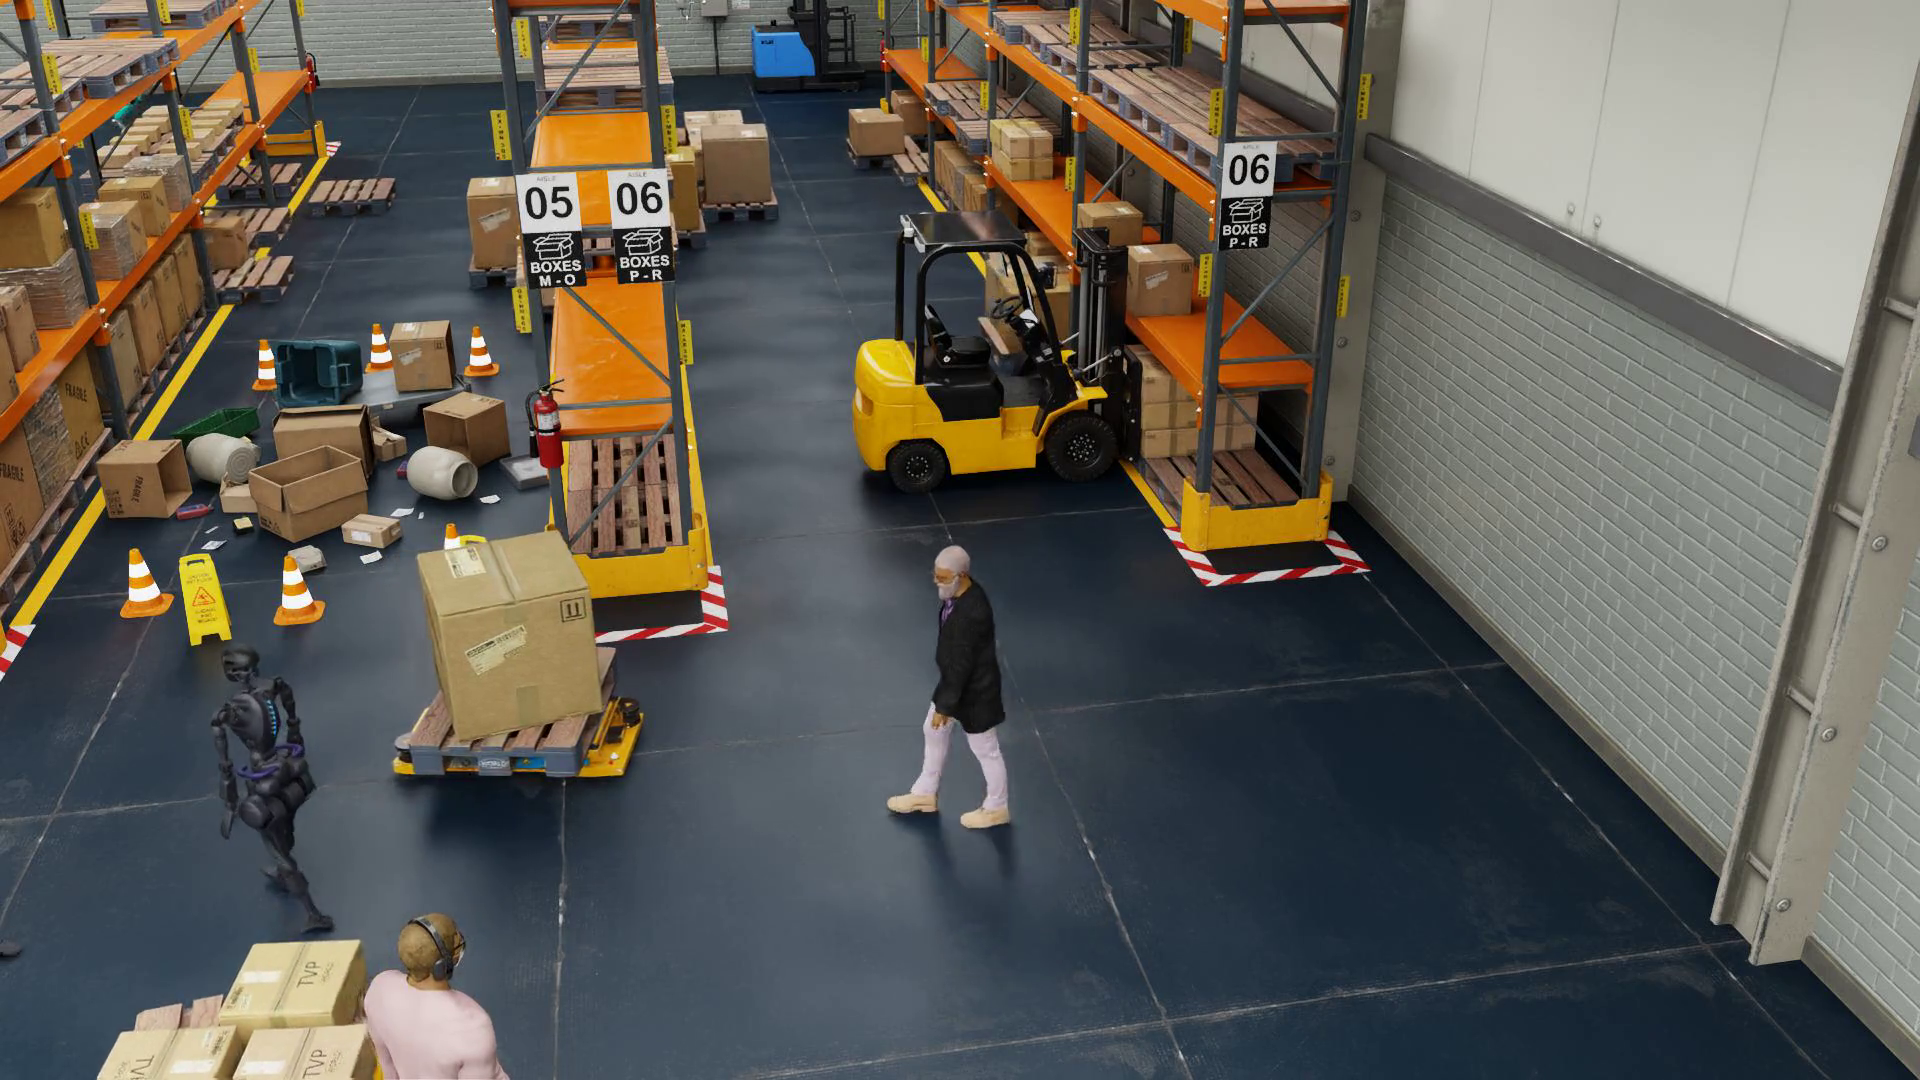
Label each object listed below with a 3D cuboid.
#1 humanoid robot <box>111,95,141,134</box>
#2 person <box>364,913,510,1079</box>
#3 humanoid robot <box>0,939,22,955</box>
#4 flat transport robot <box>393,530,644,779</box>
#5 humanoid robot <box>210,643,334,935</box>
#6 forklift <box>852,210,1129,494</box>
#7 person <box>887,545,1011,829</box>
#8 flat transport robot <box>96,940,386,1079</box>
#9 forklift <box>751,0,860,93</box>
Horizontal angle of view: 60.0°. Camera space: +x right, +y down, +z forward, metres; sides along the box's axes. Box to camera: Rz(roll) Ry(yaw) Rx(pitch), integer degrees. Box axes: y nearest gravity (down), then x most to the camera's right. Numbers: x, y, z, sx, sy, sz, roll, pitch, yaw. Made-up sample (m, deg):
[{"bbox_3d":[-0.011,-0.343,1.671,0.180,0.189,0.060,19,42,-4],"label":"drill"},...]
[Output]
[{"bbox_3d":[-12.938,-6.835,25.700,0.824,1.806,0.584,-7,26,-14],"label":"humanoid robot"},{"bbox_3d":[-1.963,2.260,6.496,0.628,1.940,0.373,13,29,26],"label":"person"},{"bbox_3d":[-5.152,1.507,8.353,0.341,1.645,0.599,3,26,6],"label":"humanoid robot"},{"bbox_3d":[-2.782,1.241,10.544,1.431,0.231,0.659,1,26,1],"label":"flat transport robot"},{"bbox_3d":[-3.694,1.299,8.839,0.715,1.635,0.590,10,27,20],"label":"humanoid robot"},{"bbox_3d":[0.216,-1.659,14.366,2.313,2.155,1.214,-5,26,-10],"label":"forklift"},{"bbox_3d":[-0.071,0.874,9.515,0.815,1.820,0.534,-6,26,-13],"label":"person"},{"bbox_3d":[-3.174,2.665,7.580,1.431,0.231,0.659,-8,27,-16],"label":"flat transport robot"},{"bbox_3d":[-2.872,-9.679,30.288,1.873,2.768,1.129,-5,26,-10],"label":"forklift"}]
